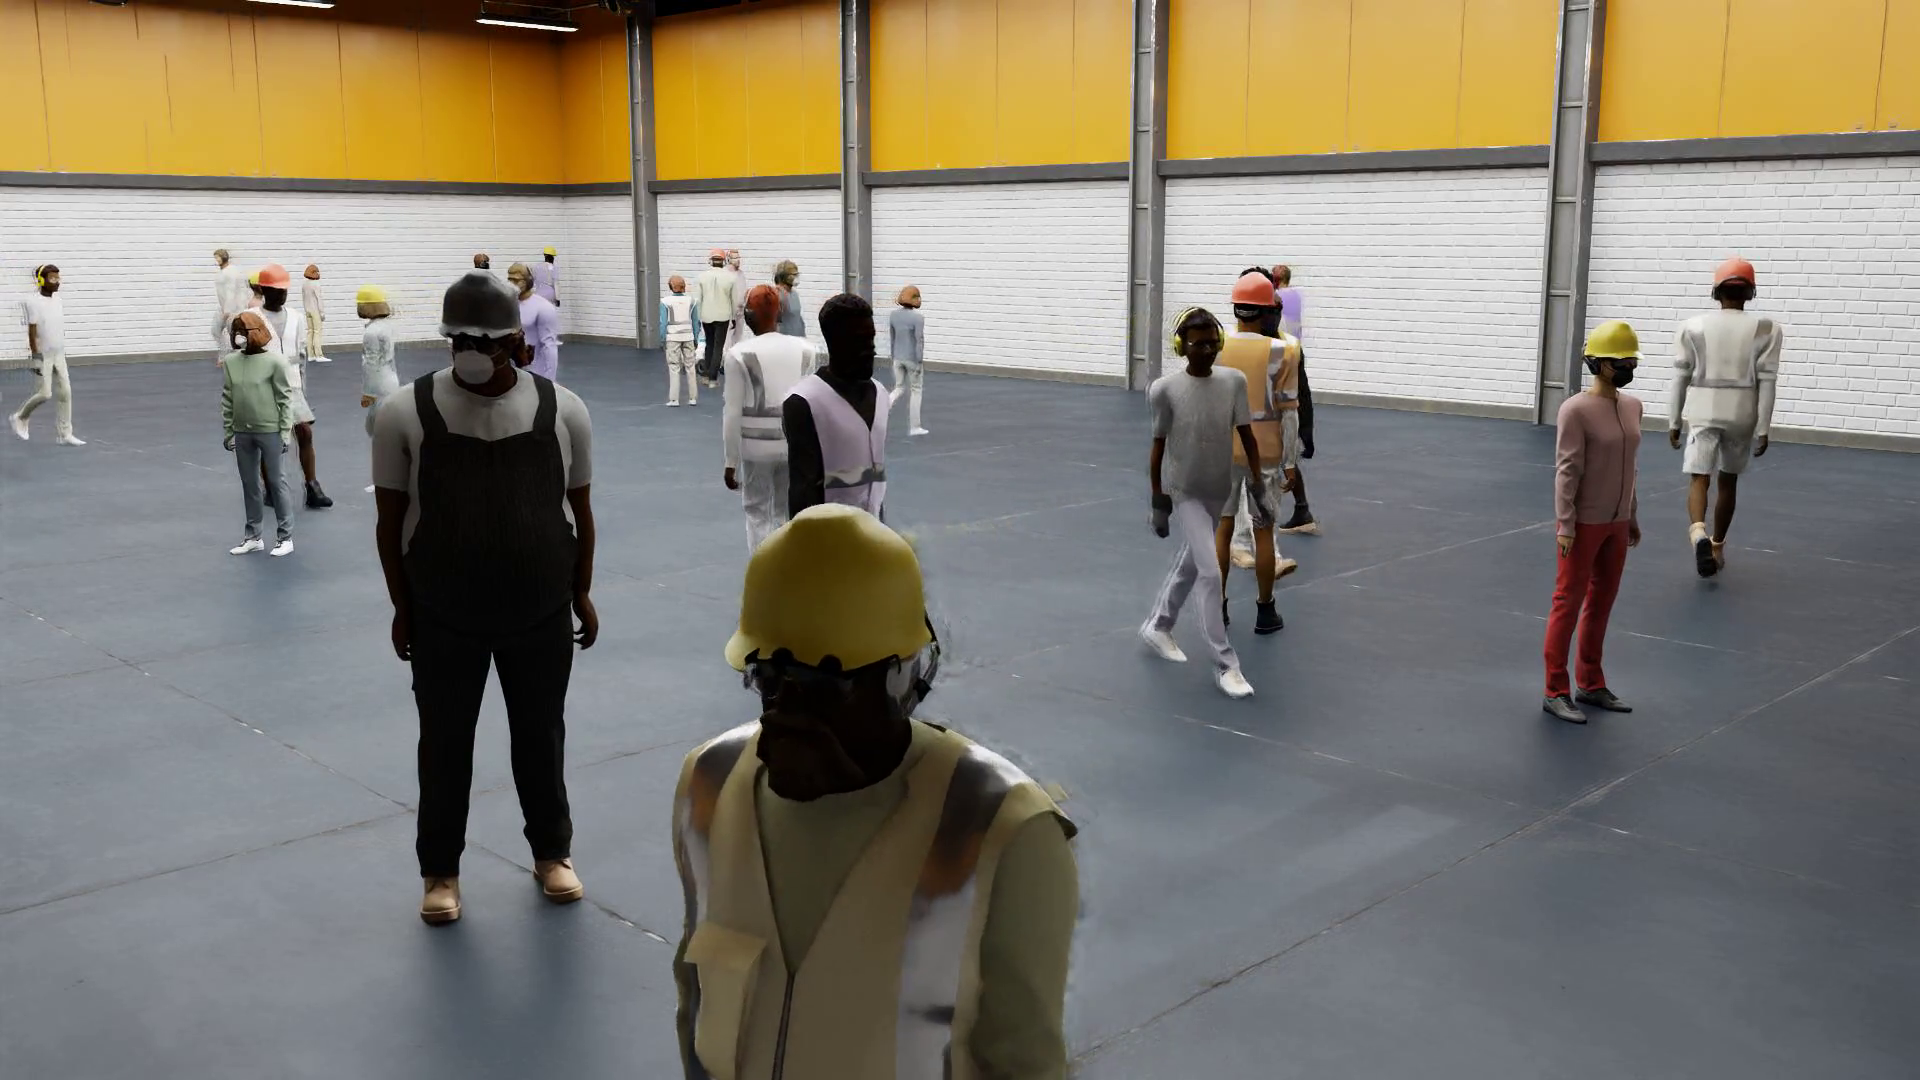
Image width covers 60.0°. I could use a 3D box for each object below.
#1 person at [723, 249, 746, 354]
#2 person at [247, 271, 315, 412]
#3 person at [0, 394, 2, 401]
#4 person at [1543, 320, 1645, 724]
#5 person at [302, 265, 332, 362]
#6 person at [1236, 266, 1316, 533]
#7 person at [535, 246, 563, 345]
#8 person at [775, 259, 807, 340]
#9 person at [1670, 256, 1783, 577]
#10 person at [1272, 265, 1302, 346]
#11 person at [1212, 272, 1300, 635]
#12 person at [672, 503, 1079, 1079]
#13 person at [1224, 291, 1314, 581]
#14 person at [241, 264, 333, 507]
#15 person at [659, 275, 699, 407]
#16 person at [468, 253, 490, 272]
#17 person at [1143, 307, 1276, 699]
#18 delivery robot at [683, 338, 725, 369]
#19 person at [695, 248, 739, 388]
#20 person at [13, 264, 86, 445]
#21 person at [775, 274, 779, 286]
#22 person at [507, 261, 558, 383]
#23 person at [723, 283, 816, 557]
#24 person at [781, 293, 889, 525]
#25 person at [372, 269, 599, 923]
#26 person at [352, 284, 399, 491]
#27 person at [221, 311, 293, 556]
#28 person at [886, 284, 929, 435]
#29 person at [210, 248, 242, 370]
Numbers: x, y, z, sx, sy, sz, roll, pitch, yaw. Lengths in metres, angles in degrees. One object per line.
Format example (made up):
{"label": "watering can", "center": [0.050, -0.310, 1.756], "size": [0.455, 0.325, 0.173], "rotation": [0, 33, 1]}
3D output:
{"label": "person", "center": [-3.591, -3.666, 26.503], "size": [0.407, 1.908, 0.641], "rotation": [5, 12, 26]}
{"label": "person", "center": [-7.943, -2.220, 19.128], "size": [0.893, 1.724, 0.528], "rotation": [-3, 11, -16]}
{"label": "person", "center": [-9.493, -1.706, 15.856], "size": [0.448, 1.893, 0.639], "rotation": [5, 12, 26]}
{"label": "person", "center": [2.824, -0.081, 7.338], "size": [0.533, 1.768, 0.311], "rotation": [-7, 12, -33]}
{"label": "person", "center": [-10.914, -3.829, 28.137], "size": [0.507, 1.633, 0.278], "rotation": [8, 13, 36]}
{"label": "person", "center": [2.164, -1.005, 11.992], "size": [0.608, 1.918, 1.022], "rotation": [-9, 14, -40]}
{"label": "person", "center": [-8.005, -4.759, 32.435], "size": [0.585, 1.919, 0.391], "rotation": [6, 12, 31]}
{"label": "person", "center": [-1.822, -1.931, 17.093], "size": [0.985, 1.899, 0.630], "rotation": [1, 10, 7]}
{"label": "person", "center": [4.753, -0.756, 10.379], "size": [0.607, 2.017, 0.877], "rotation": [5, 11, 24]}
{"label": "person", "center": [3.573, -2.181, 18.713], "size": [0.974, 1.794, 0.569], "rotation": [8, 13, 38]}
{"label": "person", "center": [1.538, -0.460, 8.934], "size": [0.552, 1.935, 0.366], "rotation": [3, 11, 17]}
{"label": "person", "center": [-0.131, 0.846, 2.155], "size": [0.599, 1.818, 0.418], "rotation": [5, 11, 24]}
{"label": "person", "center": [1.918, -0.652, 10.363], "size": [0.657, 1.791, 0.941], "rotation": [-4, 11, -22]}
{"label": "person", "center": [-5.235, -1.166, 12.884], "size": [0.842, 1.907, 0.550], "rotation": [10, 14, 43]}
{"label": "person", "center": [-3.499, -2.475, 20.744], "size": [0.523, 1.636, 0.310], "rotation": [-6, 12, -31]}
{"label": "person", "center": [-7.628, -3.649, 26.592], "size": [0.633, 1.839, 0.429], "rotation": [9, 13, 39]}
{"label": "person", "center": [1.135, -0.217, 7.983], "size": [0.534, 1.812, 1.011], "rotation": [-5, 12, -26]}
{"label": "delivery robot", "center": [-3.915, -2.840, 25.430], "size": [0.707, 0.478, 0.477], "rotation": [9, 14, 40]}
{"label": "person", "center": [-3.412, -3.146, 23.556], "size": [0.589, 1.943, 0.912], "rotation": [2, 11, 8]}
{"label": "person", "center": [-9.307, -1.868, 16.874], "size": [0.669, 1.845, 0.524], "rotation": [3, 11, 18]}
{"label": "person", "center": [-2.295, -2.662, 21.636], "size": [0.638, 1.660, 0.554], "rotation": [3, 11, 15]}
{"label": "person", "center": [-3.620, -1.370, 13.937], "size": [0.647, 1.921, 0.752], "rotation": [6, 12, 31]}
{"label": "person", "center": [-1.032, -0.482, 9.221], "size": [0.590, 1.869, 0.530], "rotation": [-7, 13, -34]}
{"label": "person", "center": [-0.463, 0.024, 6.350], "size": [0.373, 1.916, 0.596], "rotation": [6, 12, 28]}
{"label": "person", "center": [-1.454, 0.171, 5.211], "size": [0.675, 2.000, 0.537], "rotation": [-4, 11, -22]}
{"label": "person", "center": [-4.826, -1.255, 13.827], "size": [0.380, 1.727, 0.481], "rotation": [-1, 10, -7]}
{"label": "person", "center": [-4.687, -0.705, 11.099], "size": [0.507, 1.632, 0.274], "rotation": [2, 11, 13]}
{"label": "person", "center": [-0.602, -1.899, 17.644], "size": [0.501, 1.619, 0.590], "rotation": [8, 13, 38]}
{"label": "person", "center": [-11.545, -3.591, 26.050], "size": [0.643, 1.917, 0.632], "rotation": [10, 14, 44]}
